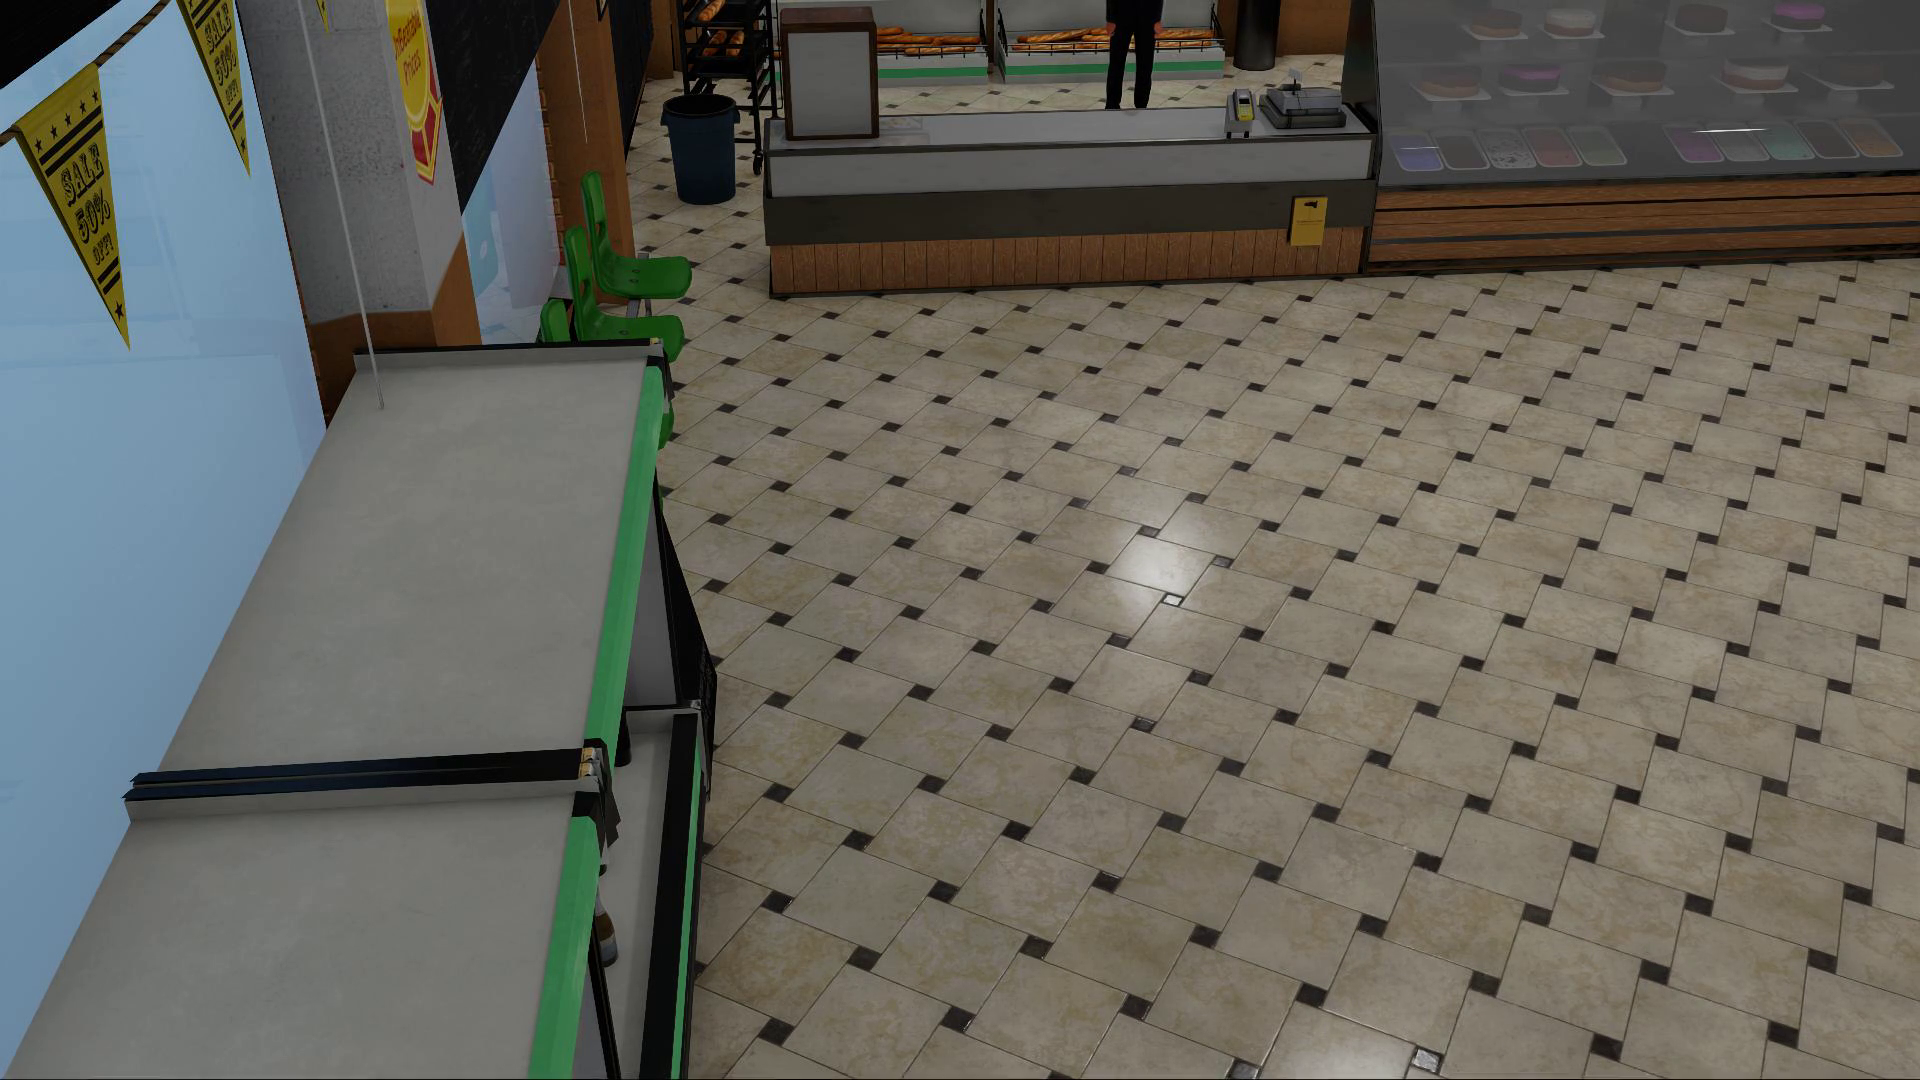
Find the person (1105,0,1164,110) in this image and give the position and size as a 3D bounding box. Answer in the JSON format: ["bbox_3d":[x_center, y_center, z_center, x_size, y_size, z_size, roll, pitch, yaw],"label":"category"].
[{"bbox_3d":[1.417,-4.247,13.479,0.614,1.868,0.570,-3,32,-4],"label":"person"}]
